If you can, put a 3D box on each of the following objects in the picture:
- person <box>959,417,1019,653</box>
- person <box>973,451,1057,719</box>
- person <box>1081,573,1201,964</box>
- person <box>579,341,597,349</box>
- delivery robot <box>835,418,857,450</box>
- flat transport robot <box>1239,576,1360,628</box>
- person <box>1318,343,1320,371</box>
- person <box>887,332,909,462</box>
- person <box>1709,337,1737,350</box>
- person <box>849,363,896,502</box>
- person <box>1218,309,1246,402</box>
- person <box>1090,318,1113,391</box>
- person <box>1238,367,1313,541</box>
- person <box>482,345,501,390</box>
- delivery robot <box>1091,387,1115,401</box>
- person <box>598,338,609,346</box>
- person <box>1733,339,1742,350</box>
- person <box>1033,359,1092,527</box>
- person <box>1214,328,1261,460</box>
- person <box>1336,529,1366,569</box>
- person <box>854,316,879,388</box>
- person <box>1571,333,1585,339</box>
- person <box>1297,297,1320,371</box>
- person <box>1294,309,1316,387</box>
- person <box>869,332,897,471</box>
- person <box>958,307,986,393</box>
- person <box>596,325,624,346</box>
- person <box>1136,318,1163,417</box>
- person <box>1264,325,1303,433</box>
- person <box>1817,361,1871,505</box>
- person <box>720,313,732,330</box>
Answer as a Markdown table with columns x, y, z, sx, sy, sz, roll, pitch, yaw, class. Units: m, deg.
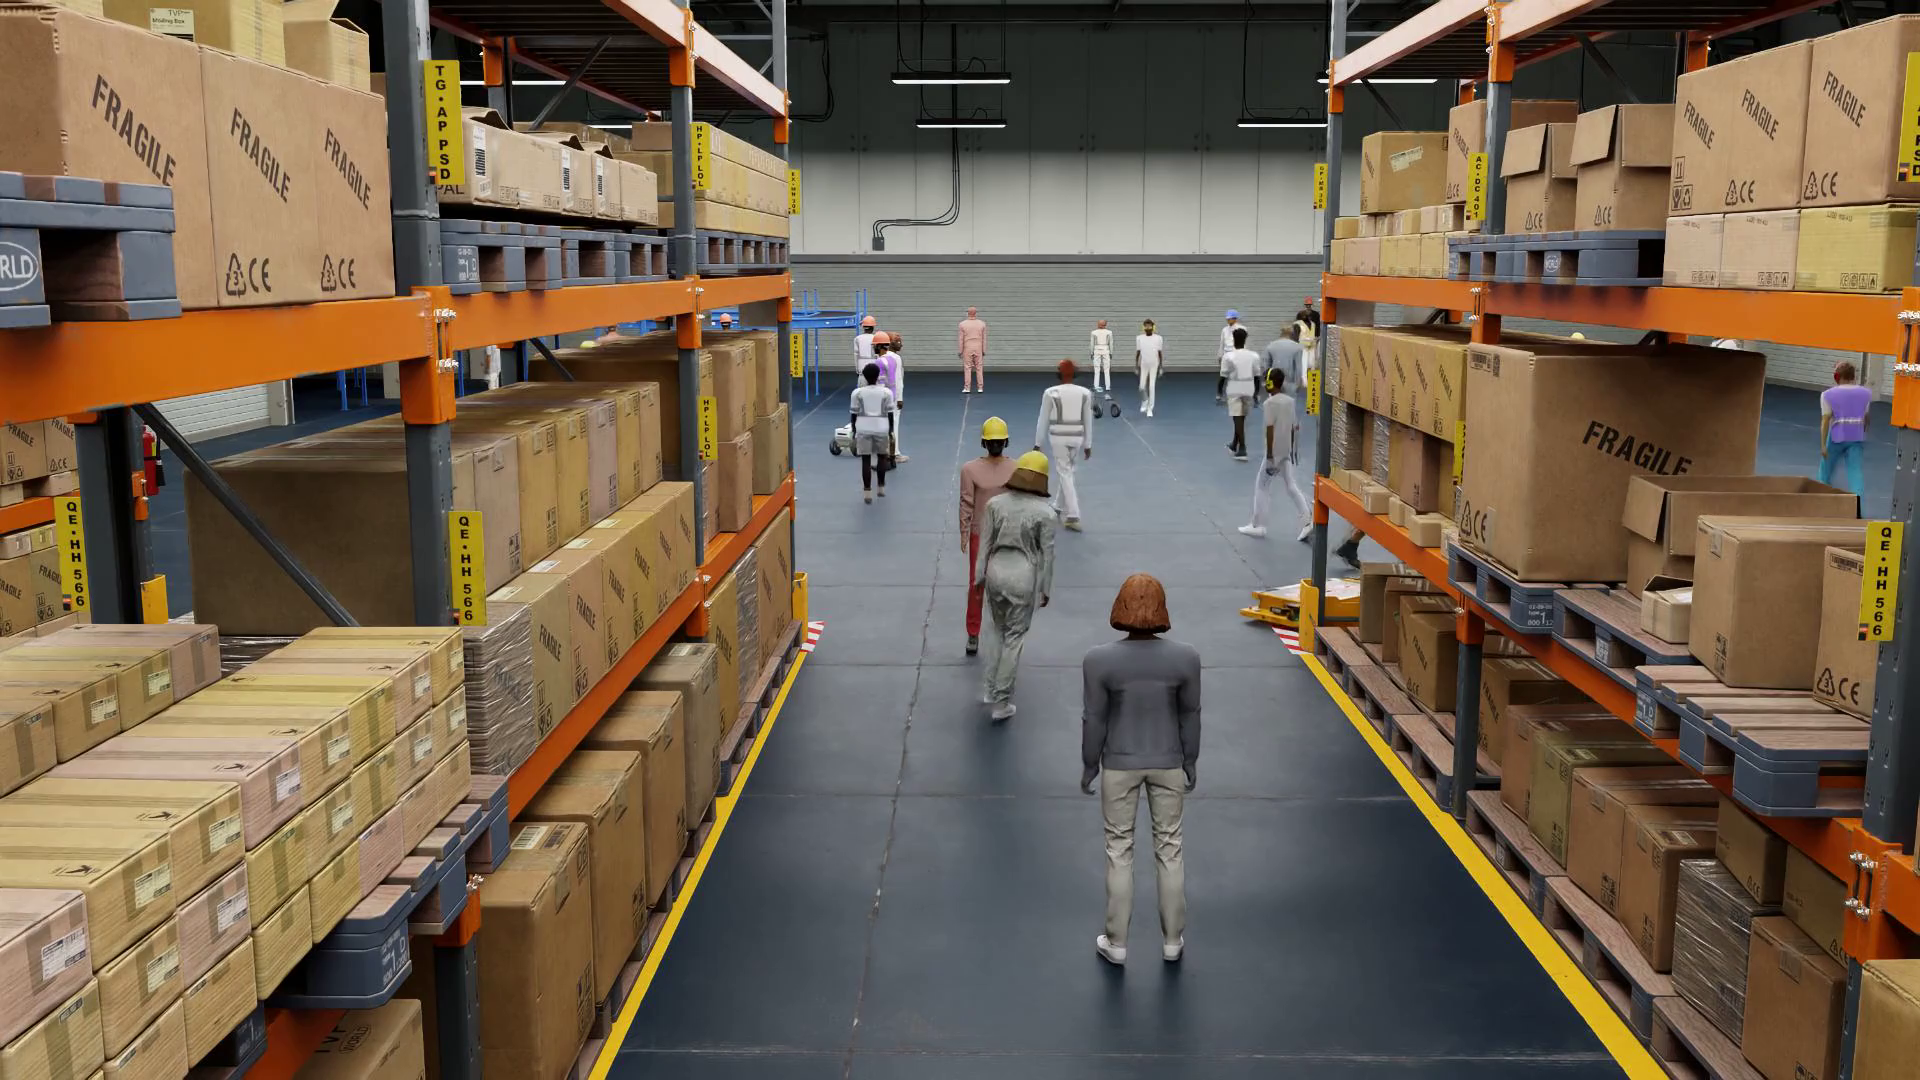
| x | y | z | sx | sy | sz | roll | pitch | yaw | class |
| --- | --- | --- | --- | --- | --- | --- | --- | --- | --- |
| 0.260 | -0.039 | 12.401 | 0.533 | 1.767 | 0.327 | -2 | 10 | -9 | person |
| 0.364 | 0.283 | 10.635 | 0.525 | 1.704 | 0.510 | 5 | 11 | 28 | person |
| 0.748 | 0.946 | 6.892 | 0.498 | 1.634 | 0.280 | 0 | 9 | -3 | person |
| -4.688 | -1.559 | 21.050 | 0.501 | 1.912 | 0.609 | 4 | 10 | 21 | person |
| -1.578 | -1.606 | 25.257 | 0.477 | 0.478 | 0.707 | 6 | 11 | 33 | delivery robot |
| 3.044 | 0.504 | 13.741 | 1.431 | 0.197 | 0.652 | -7 | 12 | -37 | flat transport robot |
| 6.681 | -2.981 | 29.844 | 0.531 | 1.825 | 0.512 | 3 | 10 | 19 | person |
| -1.000 | -2.096 | 24.374 | 0.357 | 1.881 | 0.574 | -5 | 11 | -29 | person |
| 12.593 | -2.720 | 27.765 | 1.036 | 2.000 | 0.701 | 1 | 10 | 7 | person |
| -1.072 | -1.331 | 20.403 | 0.565 | 1.670 | 0.710 | -1 | 9 | -3 | person |
| 5.615 | -3.827 | 34.604 | 0.589 | 1.924 | 0.639 | -7 | 12 | -38 | person |
| 3.208 | -4.204 | 37.720 | 0.515 | 1.641 | 0.315 | 1 | 10 | 4 | person |
| 3.393 | -0.911 | 17.498 | 0.536 | 1.819 | 0.993 | -8 | 12 | -38 | person |
| -8.391 | -2.989 | 29.789 | 0.318 | 1.863 | 0.539 | 0 | 9 | 2 | person |
| 2.652 | -2.773 | 31.466 | 0.335 | 0.223 | 0.698 | -5 | 11 | -30 | delivery robot |
| -4.781 | -1.806 | 22.652 | 0.707 | 1.874 | 0.594 | 2 | 10 | 13 | person |
| 15.696 | -3.629 | 33.838 | 0.462 | 1.798 | 0.618 | 3 | 10 | 15 | person |
| 1.144 | -1.087 | 18.472 | 0.598 | 1.831 | 0.985 | -4 | 10 | -22 | person |
| 4.108 | -2.191 | 24.793 | 0.633 | 1.918 | 0.963 | -3 | 10 | -18 | person |
| 3.998 | -0.624 | 15.539 | 0.961 | 1.901 | 0.544 | 5 | 11 | 27 | person |
| -1.646 | -3.087 | 30.145 | 0.545 | 1.938 | 0.361 | 4 | 10 | 23 | person |
| 9.967 | -2.467 | 26.943 | 0.314 | 1.769 | 0.524 | 9 | 13 | 43 | person |
| 9.090 | -5.333 | 43.421 | 0.612 | 1.997 | 0.376 | 2 | 10 | 15 | person |
| 8.060 | -4.513 | 39.041 | 0.622 | 1.825 | 0.608 | -6 | 11 | -32 | person |
| -1.095 | -1.951 | 23.343 | 0.370 | 1.935 | 0.552 | 3 | 10 | 19 | person |
| 0.265 | -4.227 | 37.063 | 0.641 | 1.910 | 0.401 | -2 | 10 | -11 | person |
| -6.140 | -2.994 | 29.530 | 0.622 | 1.967 | 0.925 | -3 | 10 | -16 | person |
| 3.598 | -3.270 | 31.523 | 0.528 | 1.853 | 0.473 | 2 | 10 | 10 | person |
| 5.371 | -2.637 | 27.653 | 0.675 | 1.856 | 1.111 | 4 | 10 | 23 | person |
| 9.945 | -1.111 | 18.758 | 0.584 | 1.789 | 1.007 | 0 | 9 | 3 | person |
| -4.444 | -3.346 | 31.706 | 0.546 | 1.934 | 0.376 | -4 | 10 | -20 | person |
